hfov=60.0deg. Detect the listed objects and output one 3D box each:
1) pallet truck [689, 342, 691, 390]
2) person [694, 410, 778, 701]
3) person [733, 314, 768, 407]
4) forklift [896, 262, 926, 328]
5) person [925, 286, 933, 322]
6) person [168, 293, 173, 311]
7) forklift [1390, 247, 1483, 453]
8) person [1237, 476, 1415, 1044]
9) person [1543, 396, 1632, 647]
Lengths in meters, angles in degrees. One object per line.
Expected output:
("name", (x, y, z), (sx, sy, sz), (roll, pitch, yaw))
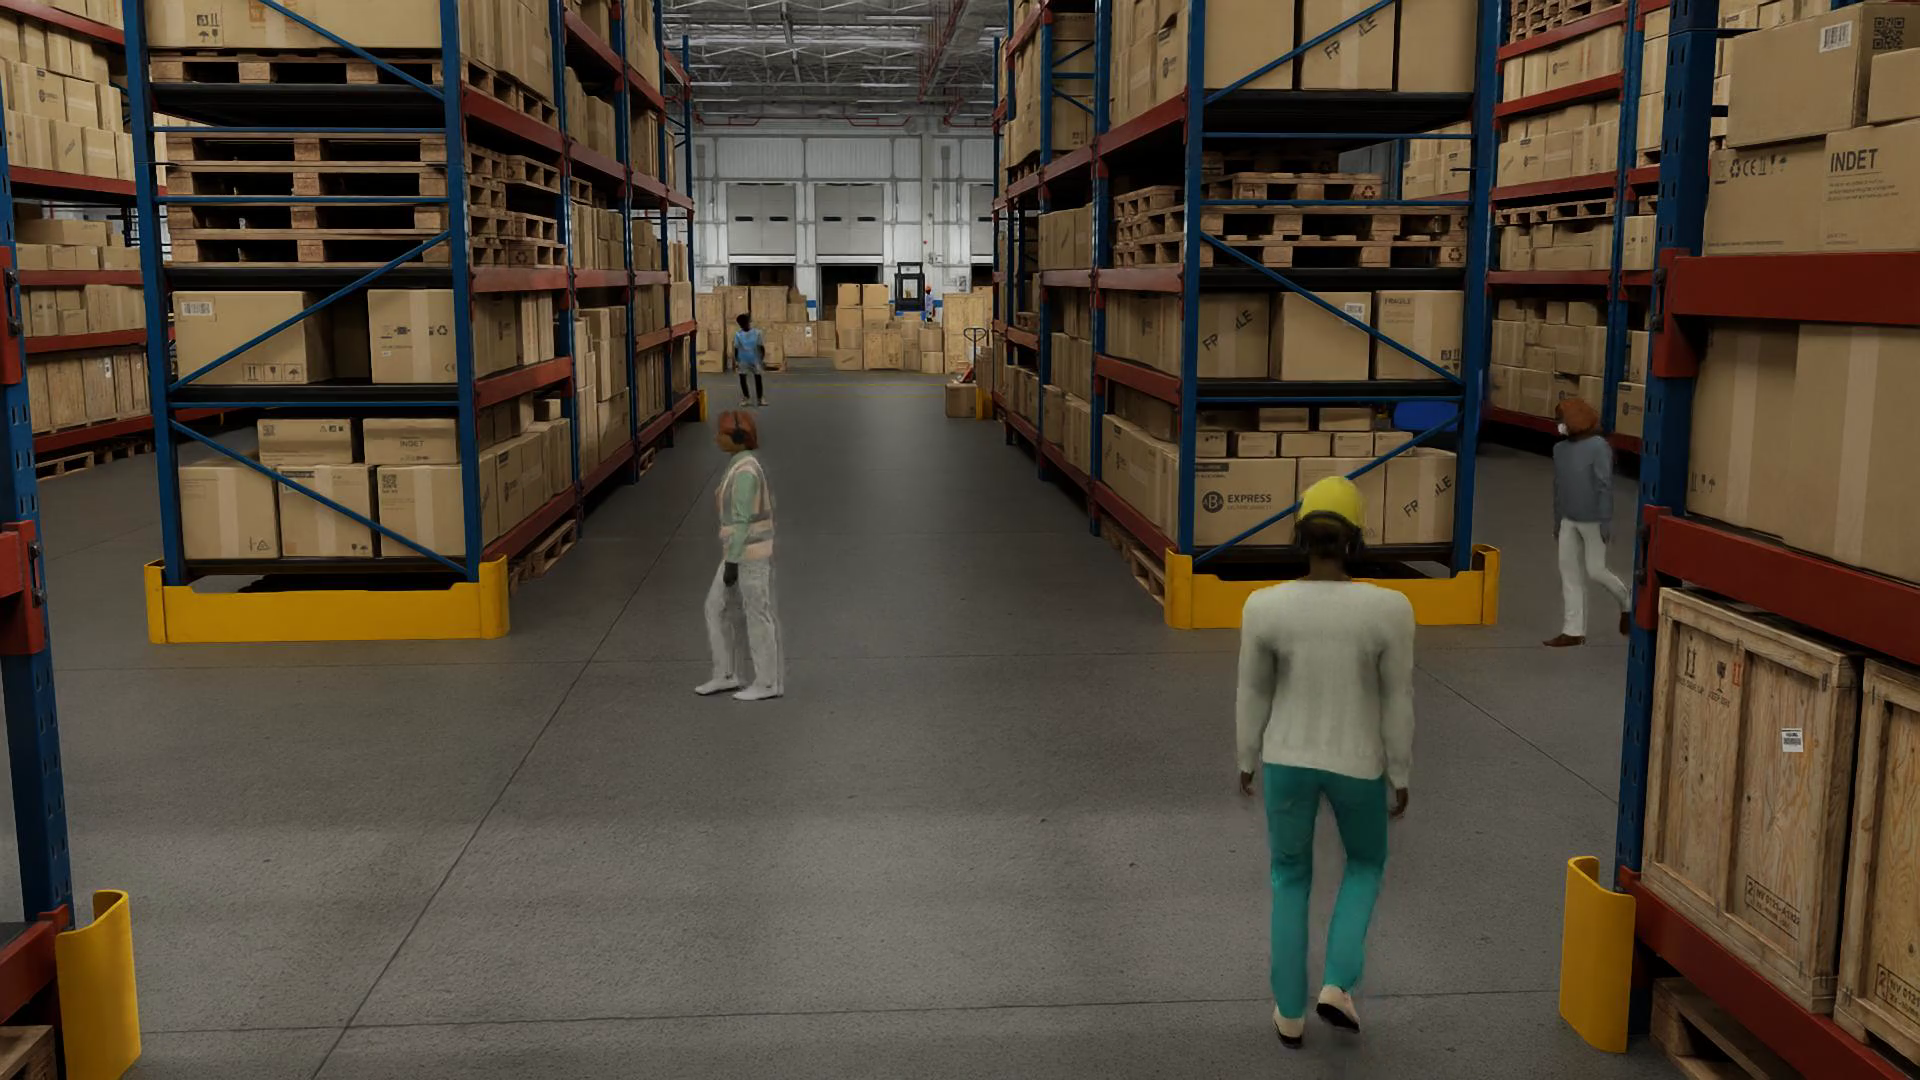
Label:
("pallet truck", (-5.225, -3.008, 27.480), (1.885, 1.965, 0.823), (2, 9, 14))
("person", (-1.275, 0.097, 9.133), (0.586, 1.615, 0.547), (-2, 9, -14))
("person", (-3.764, -3.217, 29.848), (0.603, 1.661, 0.377), (-1, 9, -5))
("forklift", (-1.780, -8.547, 59.499), (1.129, 2.768, 1.873), (-1, 9, -4))
("person", (-1.274, -9.267, 66.970), (0.357, 1.938, 0.545), (-4, 10, -25))
("person", (-29.614, -8.613, 62.730), (0.400, 1.987, 0.608), (0, 9, -2))
("forklift", (6.051, -2.629, 22.337), (1.873, 2.768, 1.129), (3, 10, 21))
("person", (1.111, 0.679, 5.089), (0.542, 1.748, 0.373), (3, 10, 18))
("person", (4.033, -0.119, 10.605), (0.652, 1.600, 0.545), (-4, 10, -21))
